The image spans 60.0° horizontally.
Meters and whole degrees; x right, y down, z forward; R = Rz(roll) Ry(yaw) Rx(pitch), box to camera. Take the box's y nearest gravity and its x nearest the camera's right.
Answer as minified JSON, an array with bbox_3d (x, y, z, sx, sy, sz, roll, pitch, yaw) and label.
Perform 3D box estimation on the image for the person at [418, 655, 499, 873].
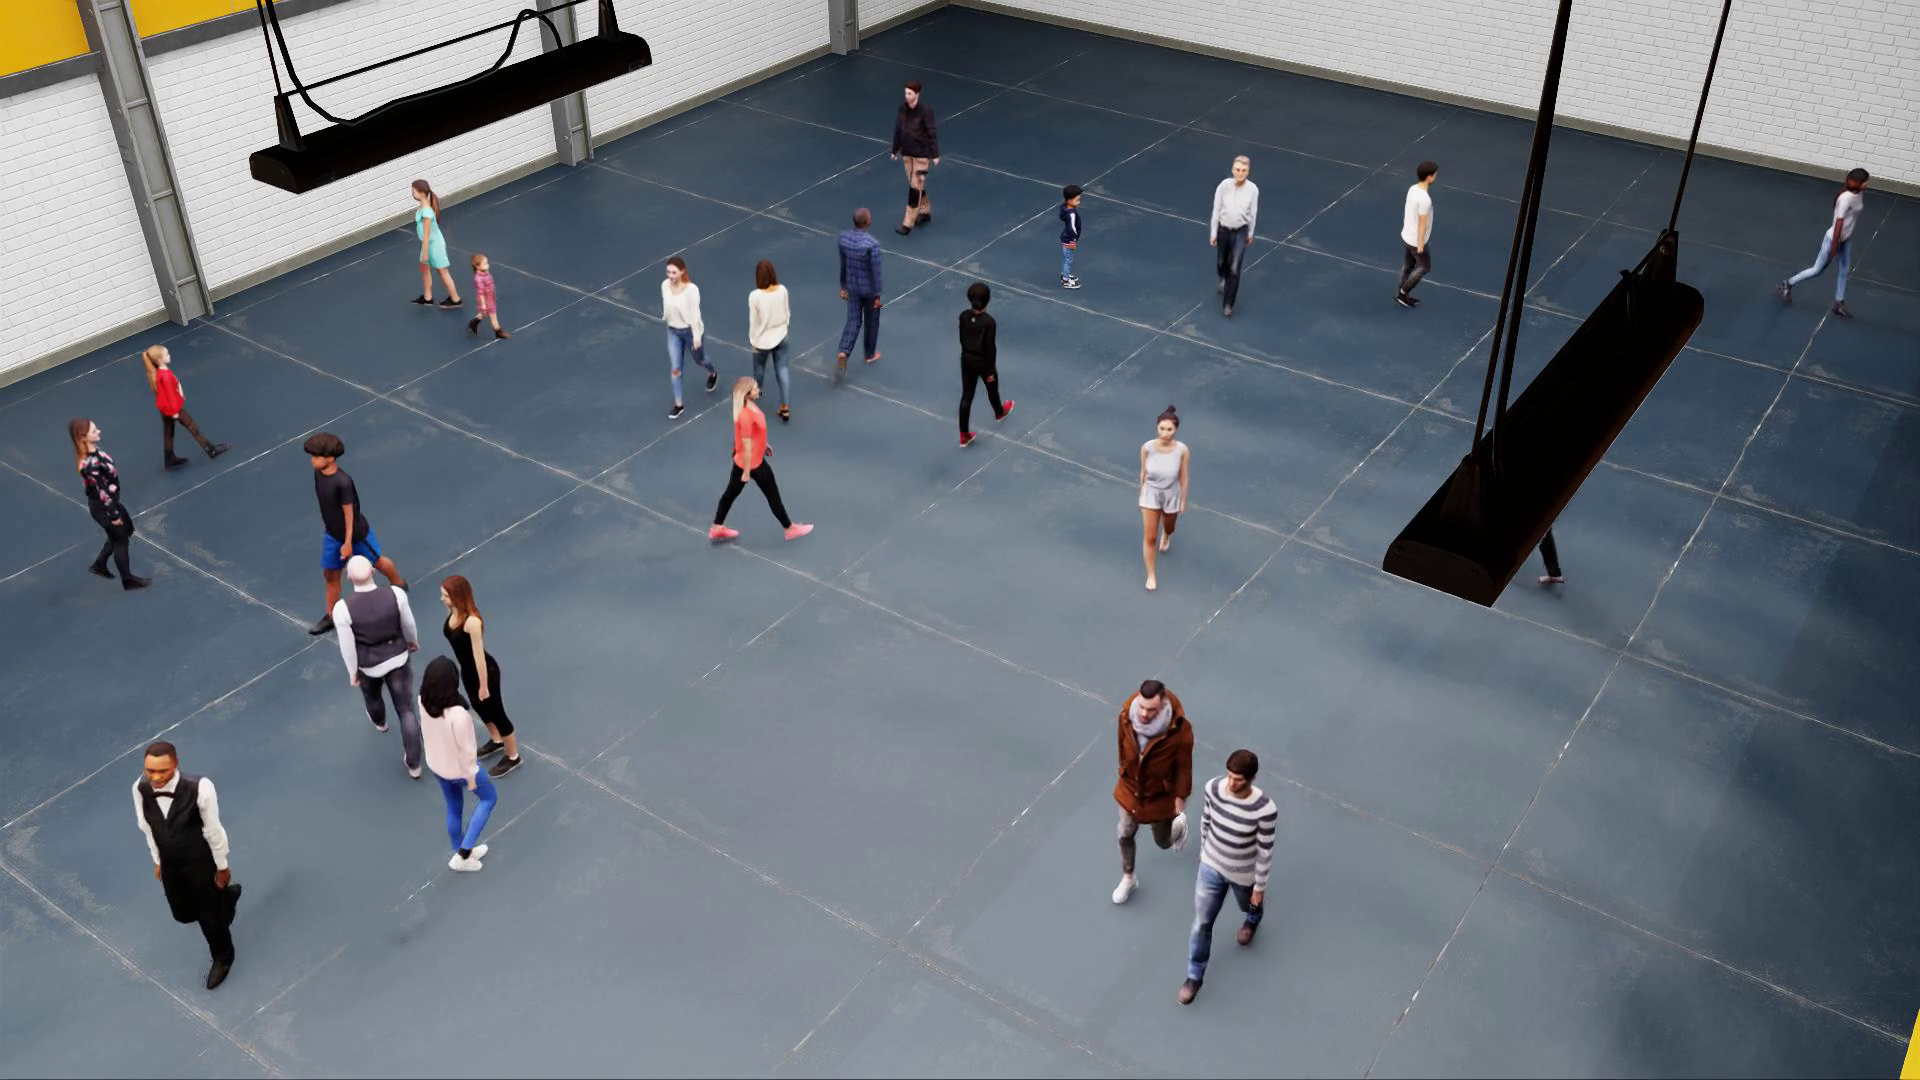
[{"bbox_3d":[-3.449,1.573,11.158,0.656,1.759,0.681,19,38,27],"label":"person"}]

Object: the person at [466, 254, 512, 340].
[{"bbox_3d":[-5.231,-2.671,18.220,0.705,1.009,0.692,0,34,0],"label":"person"}]

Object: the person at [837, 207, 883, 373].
[{"bbox_3d":[-1.073,-2.592,17.386,0.758,1.800,1.016,16,37,23],"label":"person"}]

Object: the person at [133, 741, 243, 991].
[{"bbox_3d":[-4.783,1.936,10.483,0.926,1.900,1.038,5,34,7],"label":"person"}]

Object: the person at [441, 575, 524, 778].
[{"bbox_3d":[-3.490,0.958,12.117,0.602,1.720,0.608,-26,41,-33],"label":"person"}]

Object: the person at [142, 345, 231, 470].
[{"bbox_3d":[-7.573,-1.247,15.852,0.869,1.258,0.613,-28,43,-35],"label":"person"}]

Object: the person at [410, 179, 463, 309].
[{"bbox_3d":[-5.850,-3.320,18.713,0.898,1.544,0.822,-8,34,-12],"label":"person"}]

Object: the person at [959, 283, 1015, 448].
[{"bbox_3d":[0.126,-1.660,16.135,0.656,1.633,1.063,19,38,26],"label":"person"}]

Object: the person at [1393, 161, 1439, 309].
[{"bbox_3d":[5.070,-3.424,18.715,0.818,1.715,0.741,-3,34,-4],"label":"person"}]

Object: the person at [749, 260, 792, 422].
[{"bbox_3d":[-1.848,-1.951,16.559,1.066,1.649,0.984,-18,38,-25],"label":"person"}]

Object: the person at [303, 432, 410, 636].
[{"bbox_3d":[-4.964,-0.107,13.689,0.641,1.755,1.169,19,38,26],"label":"person"}]

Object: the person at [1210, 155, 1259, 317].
[{"bbox_3d":[3.073,-3.501,18.764,0.914,1.788,1.246,9,35,13],"label":"person"}]

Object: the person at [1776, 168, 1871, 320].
[{"bbox_3d":[9.736,-3.349,18.628,1.116,1.686,0.847,-25,41,-33],"label":"person"}]

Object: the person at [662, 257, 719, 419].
[{"bbox_3d":[-2.729,-2.111,16.795,0.810,1.653,1.171,11,35,16],"label":"person"}]

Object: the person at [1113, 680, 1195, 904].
[{"bbox_3d":[1.297,1.608,11.053,0.773,1.816,0.988,16,37,23],"label":"person"}]

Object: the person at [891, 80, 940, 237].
[{"bbox_3d":[-0.484,-4.761,20.567,0.721,1.891,1.081,21,39,29],"label":"person"}]

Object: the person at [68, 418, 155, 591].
[{"bbox_3d":[-7.281,-0.275,14.015,0.817,1.673,0.745,-16,37,-23],"label":"person"}]

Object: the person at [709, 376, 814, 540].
[{"bbox_3d":[-1.944,-0.671,14.636,1.199,1.646,1.091,-8,34,-12],"label":"person"}]

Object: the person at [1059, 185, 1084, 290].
[{"bbox_3d":[1.273,-3.538,19.330,0.657,1.224,0.577,0,34,-1],"label":"person"}]

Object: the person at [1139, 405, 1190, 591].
[{"bbox_3d":[1.745,-0.411,14.302,0.858,1.581,1.078,5,34,7],"label":"person"}]

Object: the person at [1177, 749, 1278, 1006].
[{"bbox_3d":[1.761,2.004,10.465,0.696,1.807,1.184,20,38,27],"label":"person"}]

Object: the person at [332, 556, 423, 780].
[{"bbox_3d":[-4.156,0.962,12.056,1.206,1.782,1.082,-19,38,-26],"label":"person"}]
